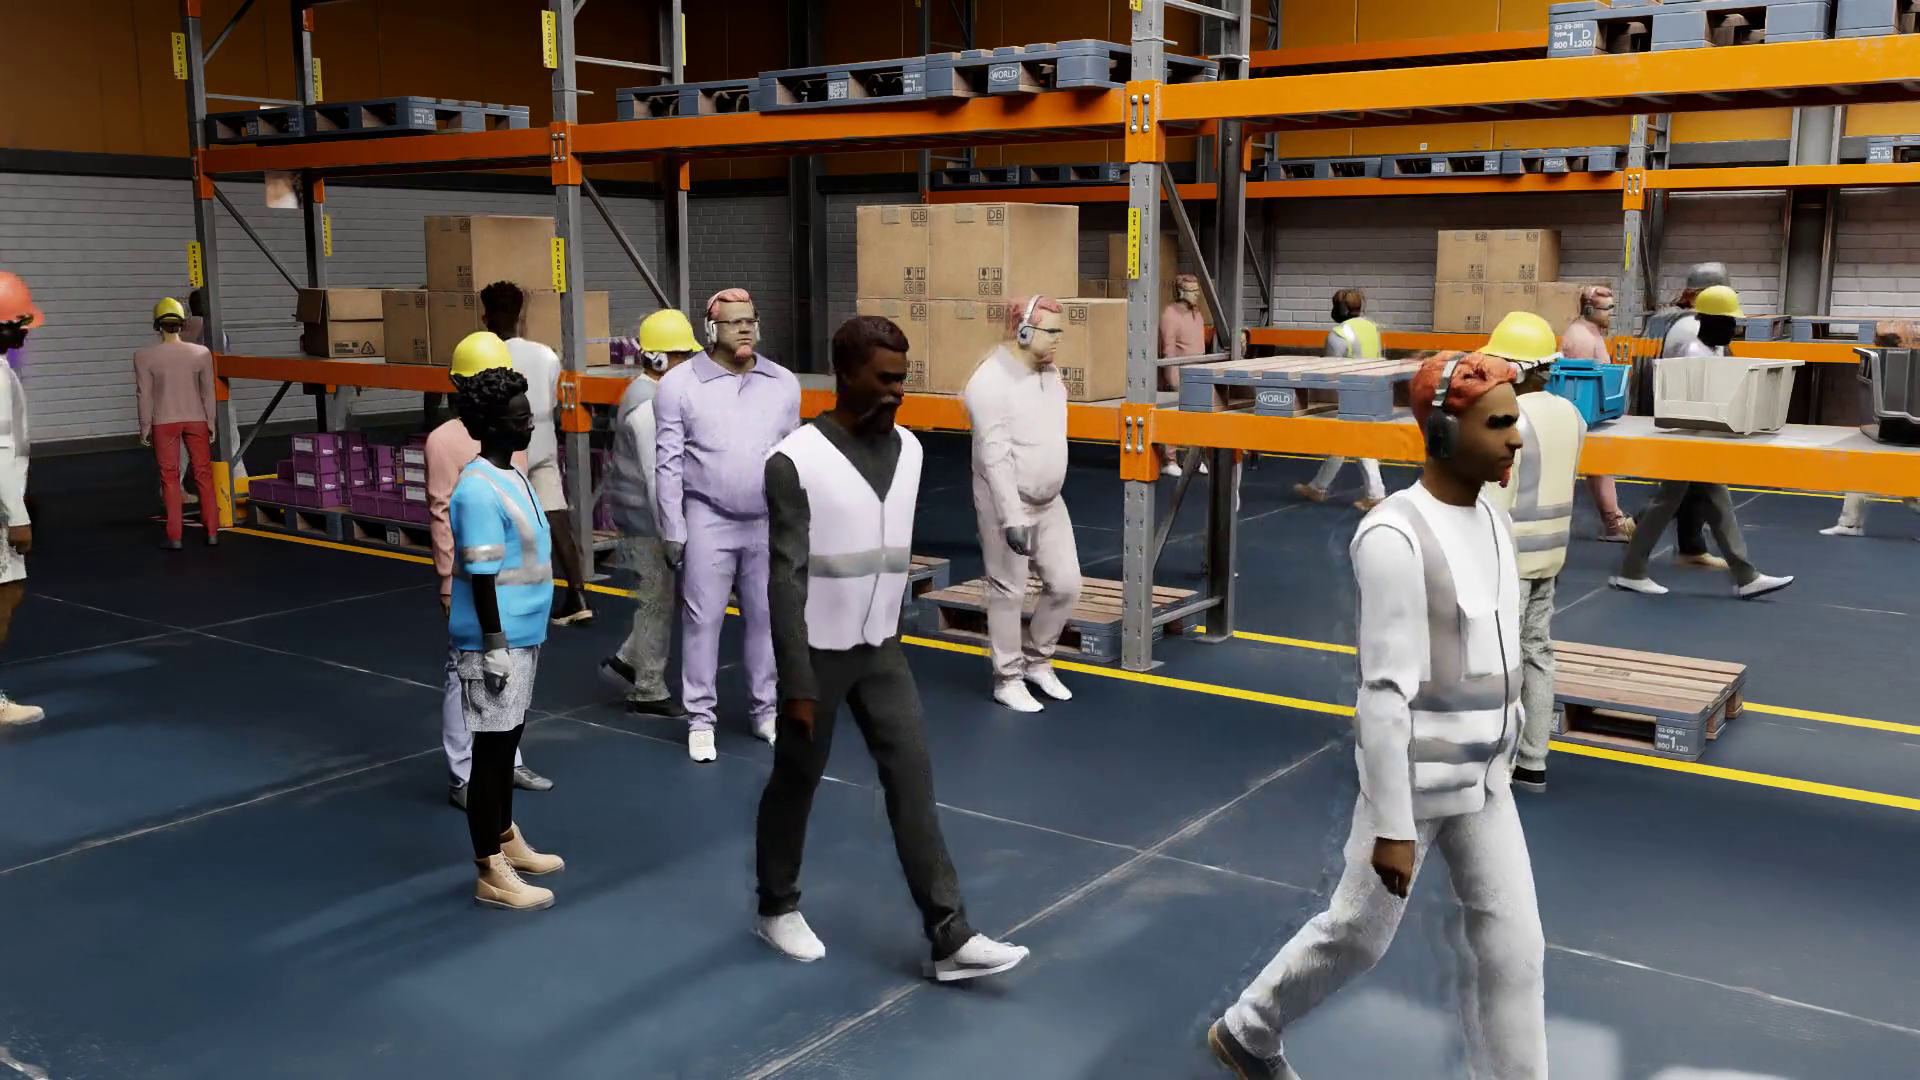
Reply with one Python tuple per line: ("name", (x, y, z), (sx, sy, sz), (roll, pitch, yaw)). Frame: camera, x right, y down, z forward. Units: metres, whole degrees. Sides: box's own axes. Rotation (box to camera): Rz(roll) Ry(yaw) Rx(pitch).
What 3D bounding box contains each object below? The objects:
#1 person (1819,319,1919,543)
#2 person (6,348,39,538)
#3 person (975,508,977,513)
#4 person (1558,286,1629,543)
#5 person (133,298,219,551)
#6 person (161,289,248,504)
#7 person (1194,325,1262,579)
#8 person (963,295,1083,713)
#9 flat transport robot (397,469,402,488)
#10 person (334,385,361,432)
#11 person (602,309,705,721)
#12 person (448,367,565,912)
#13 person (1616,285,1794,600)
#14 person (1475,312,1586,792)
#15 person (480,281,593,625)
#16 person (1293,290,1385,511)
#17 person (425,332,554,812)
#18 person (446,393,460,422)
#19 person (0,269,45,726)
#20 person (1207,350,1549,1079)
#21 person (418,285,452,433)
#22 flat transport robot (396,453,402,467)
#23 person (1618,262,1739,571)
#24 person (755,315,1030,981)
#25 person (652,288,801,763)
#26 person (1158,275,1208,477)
("person", (6.733, -0.784, 11.989), (0.770, 1.614, 0.522), (5, 11, 26))
("person", (-6.602, -0.811, 11.242), (0.549, 1.919, 0.717), (0, 10, -1))
("person", (0.354, -0.855, 11.487), (0.515, 1.922, 0.551), (6, 11, 31))
("person", (4.408, -0.884, 11.900), (1.012, 1.857, 0.659), (5, 11, 26))
("person", (-5.482, -0.805, 11.648), (0.526, 1.768, 0.331), (-8, 13, -40))
("person", (-6.357, -1.199, 13.949), (0.625, 1.804, 0.897), (4, 10, 22))
("person", (1.713, -0.543, 10.485), (0.547, 1.619, 0.456), (-9, 13, -43))
("person", (0.276, -0.141, 7.373), (0.459, 1.876, 0.648), (9, 13, 42))
("flat transport robot", (-4.550, -0.489, 14.210), (1.431, 0.197, 0.652), (-3, 10, -19))
("person", (-6.200, -1.613, 16.664), (0.488, 1.701, 0.890), (3, 10, 15))
("person", (-1.309, -0.097, 7.302), (0.422, 1.821, 0.603), (0, 10, -1))
("person", (-1.437, 0.305, 5.250), (0.319, 1.696, 0.532), (-1, 10, -5))
("person", (4.443, -0.564, 9.889), (0.998, 1.868, 0.616), (6, 11, 31))
("person", (2.046, 0.081, 6.218), (0.603, 1.833, 0.421), (-8, 13, -40))
("person", (-2.446, -0.475, 9.265), (1.022, 1.920, 0.605), (7, 12, 37))
("person", (3.149, -1.147, 13.630), (0.974, 1.786, 0.648), (9, 13, 42))
("person", (-1.731, 0.118, 6.154), (0.315, 1.767, 0.535), (4, 10, 24))
("person", (-4.283, -1.274, 14.294), (0.943, 1.821, 0.523), (0, 10, 3))
("person", (-4.227, -0.174, 7.231), (0.521, 1.989, 0.732), (-8, 12, -38))
("person", (0.983, 0.507, 3.645), (0.581, 1.849, 0.973), (-9, 13, -42))
("person", (-5.136, -1.615, 16.443), (0.953, 1.784, 0.551), (5, 11, 26))
("flat transport robot", (-5.127, -0.639, 15.104), (0.652, 0.197, 1.431), (-3, 10, -17))
("person", (4.738, -0.800, 10.804), (0.660, 2.000, 0.699), (3, 10, 19))
("person", (-0.247, 0.325, 4.615), (0.989, 1.860, 0.628), (8, 13, 41))
("person", (-0.914, -0.061, 6.791), (0.643, 1.913, 0.408), (-5, 11, -28))
("person", (2.147, -1.519, 15.546), (0.591, 1.886, 0.669), (8, 12, 39))
